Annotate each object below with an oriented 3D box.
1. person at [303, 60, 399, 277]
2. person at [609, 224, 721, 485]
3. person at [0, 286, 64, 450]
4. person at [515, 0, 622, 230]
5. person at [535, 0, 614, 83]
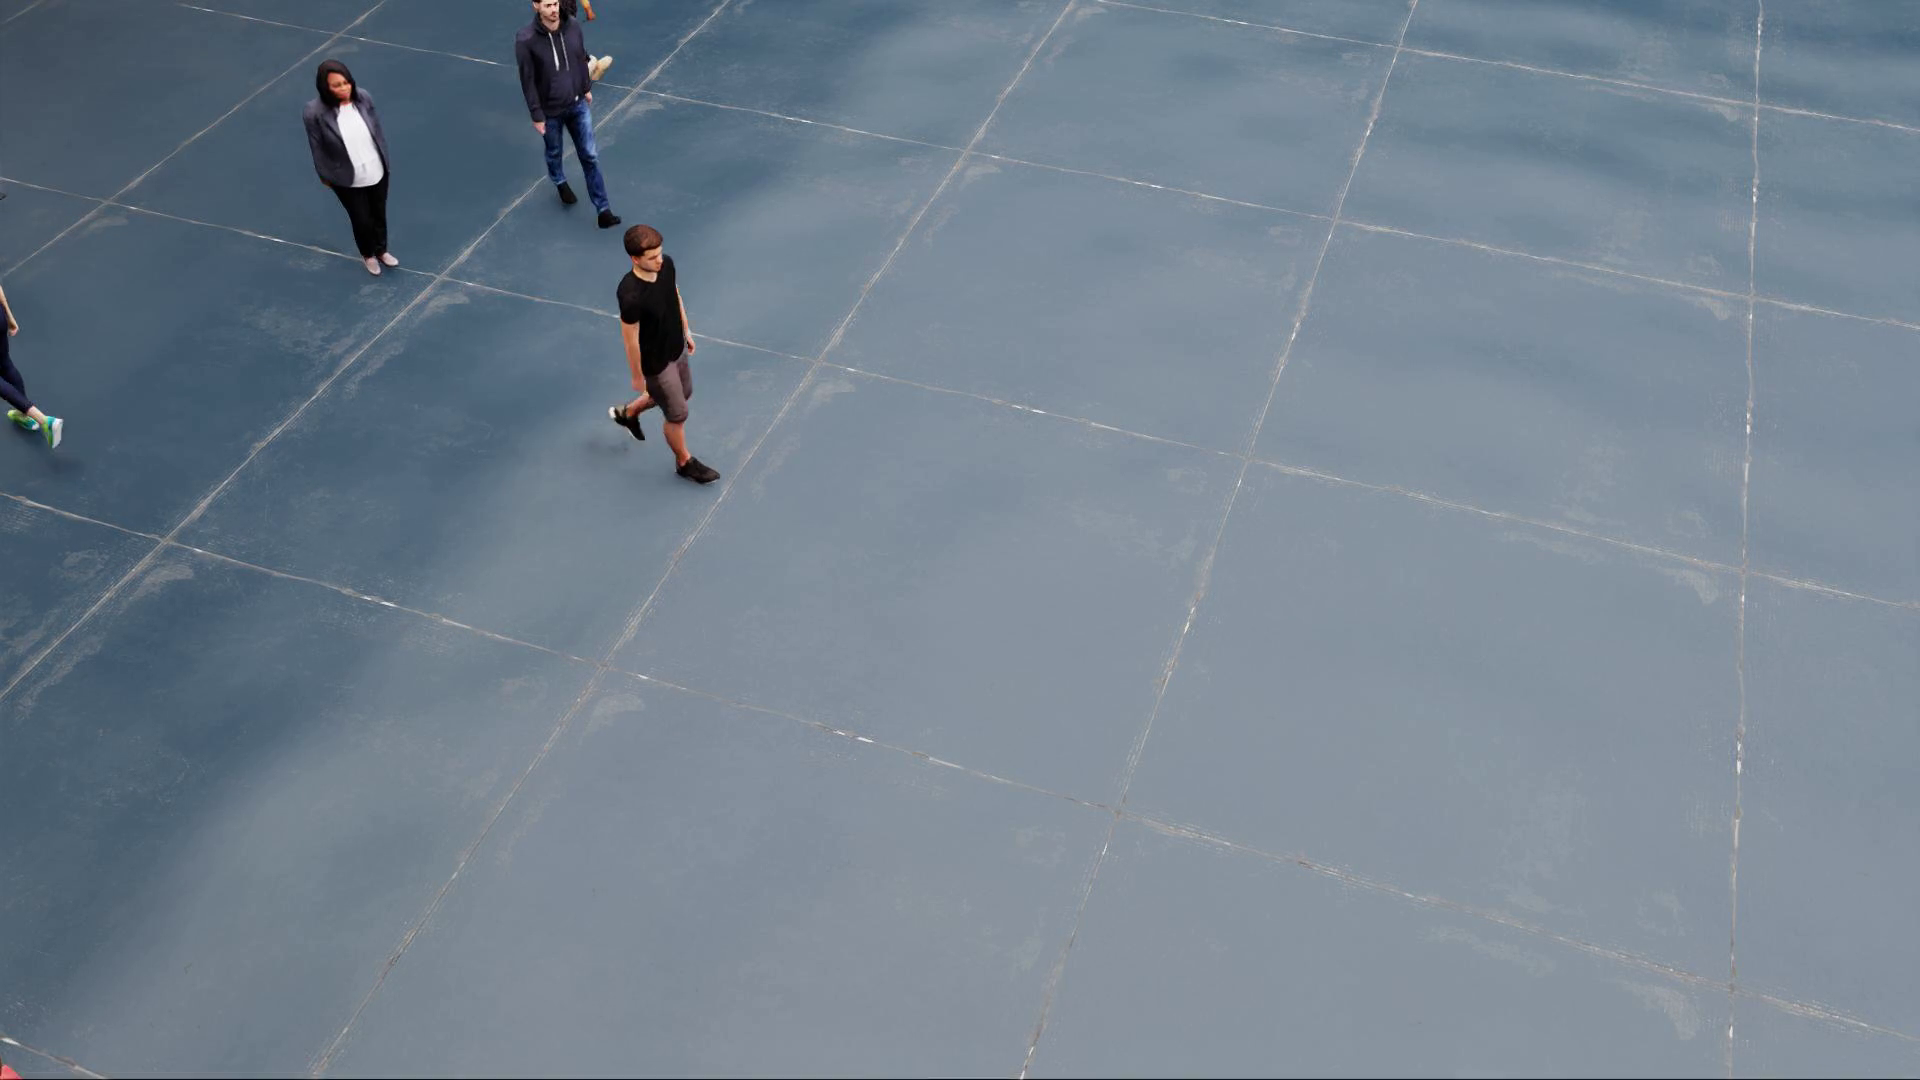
[{"bbox_3d":[-4.293,-2.639,11.734,0.795,1.588,0.784,33,52,30],"label":"person"},{"bbox_3d":[-1.868,-1.132,9.937,0.981,1.838,0.663,14,45,14],"label":"person"},{"bbox_3d":[-5.951,-1.259,10.188,1.015,1.682,0.721,22,48,22],"label":"person"},{"bbox_3d":[-2.962,-3.212,12.171,1.171,1.830,1.308,-24,48,-24],"label":"person"},{"bbox_3d":[-3.309,-4.278,13.467,1.068,1.619,0.918,30,51,28],"label":"person"}]
